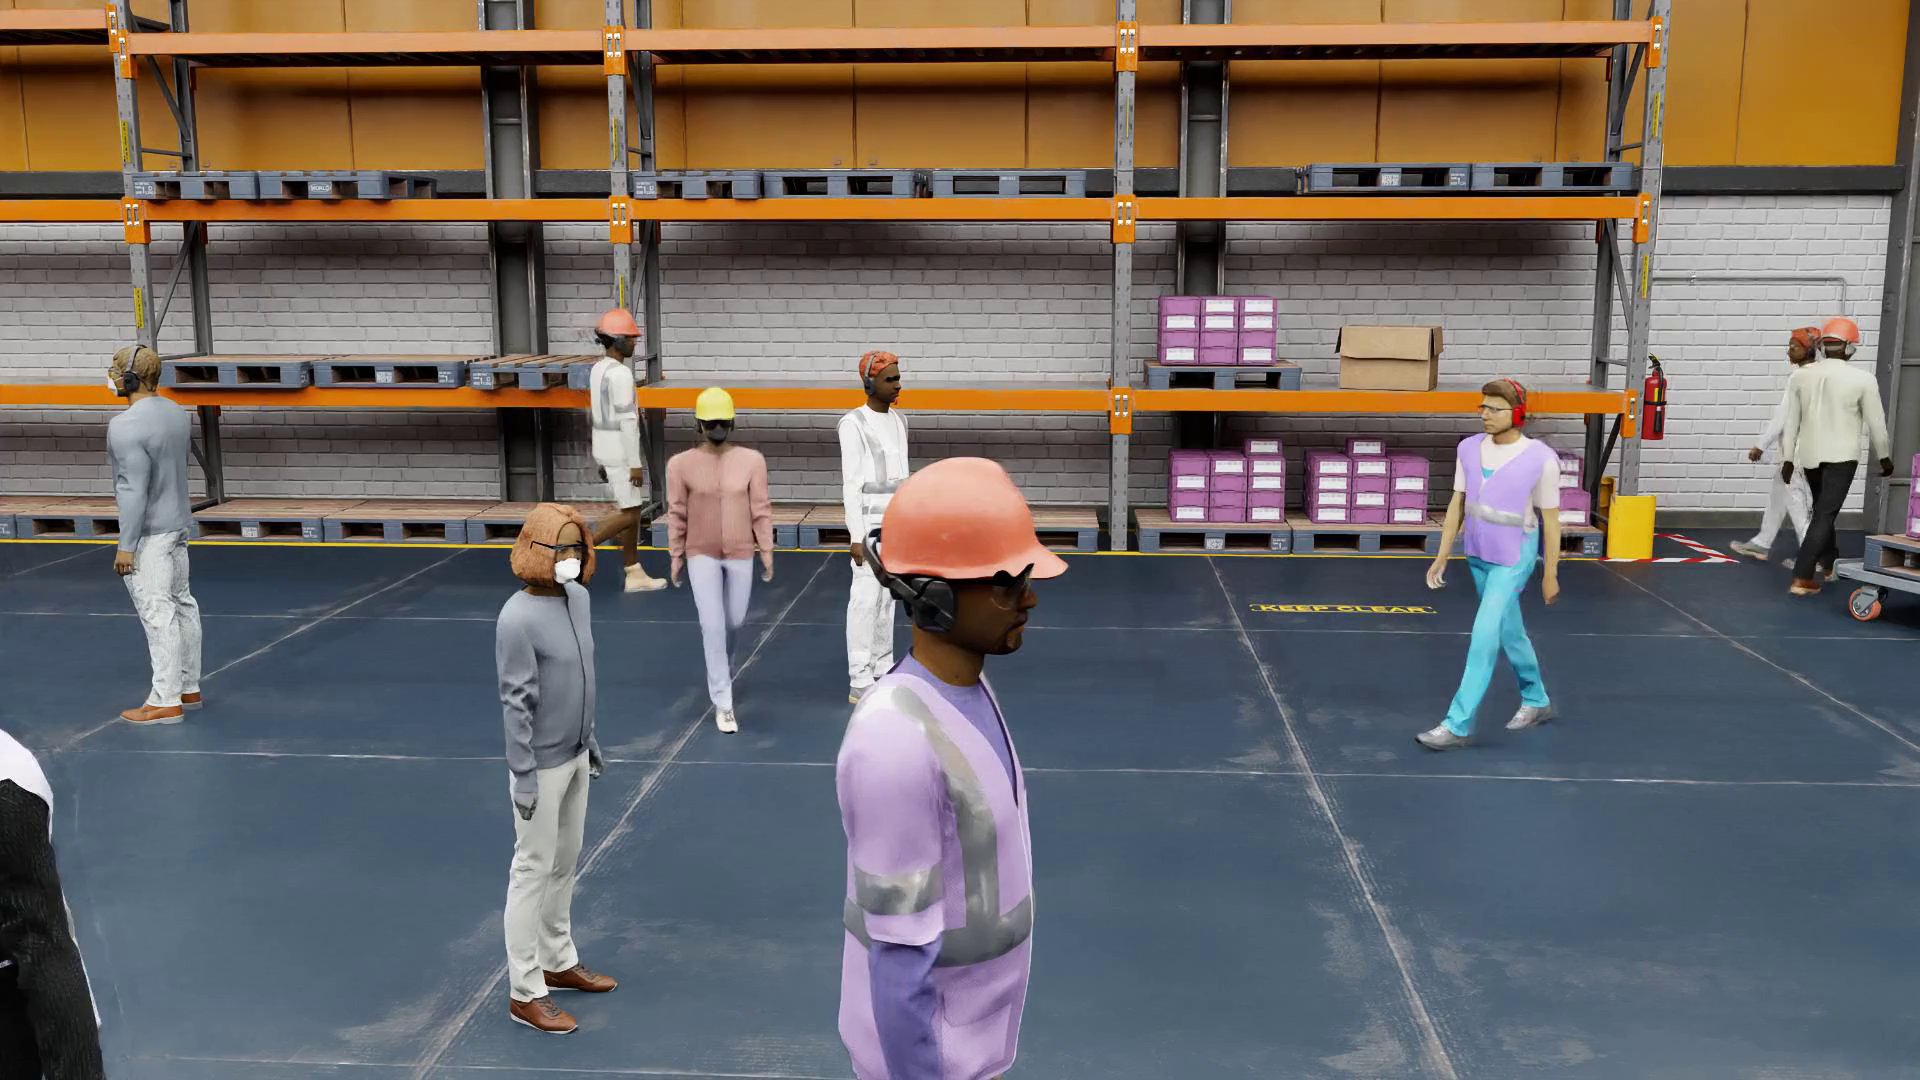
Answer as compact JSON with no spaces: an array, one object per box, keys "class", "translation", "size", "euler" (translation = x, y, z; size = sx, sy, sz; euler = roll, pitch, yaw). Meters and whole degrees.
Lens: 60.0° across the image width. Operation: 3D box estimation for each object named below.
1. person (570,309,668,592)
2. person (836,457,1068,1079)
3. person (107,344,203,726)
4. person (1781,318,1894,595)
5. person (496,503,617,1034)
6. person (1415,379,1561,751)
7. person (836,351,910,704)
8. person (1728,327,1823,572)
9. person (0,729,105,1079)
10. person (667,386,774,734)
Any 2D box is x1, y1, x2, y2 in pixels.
[{"class":"person","translation":[-2.444,-0.594,11.583],"size":[0.747,2.020,0.620],"euler":[-5,11,-25]},{"class":"person","translation":[-0.012,0.871,2.930],"size":[0.383,2.045,0.605],"euler":[2,10,9]},{"class":"person","translation":[-4.127,-0.027,8.496],"size":[0.372,1.940,0.630],"euler":[0,10,-2]},{"class":"person","translation":[6.236,-0.596,11.831],"size":[0.996,1.942,0.623],"euler":[-6,11,-30]},{"class":"person","translation":[-1.256,0.691,5.186],"size":[0.281,1.631,0.506],"euler":[2,10,13]},{"class":"person","translation":[2.637,0.110,8.136],"size":[0.990,1.801,0.566],"euler":[-5,11,-27]},{"class":"person","translation":[-0.426,-0.059,8.850],"size":[0.355,1.882,0.575],"euler":[5,11,26]},{"class":"person","translation":[6.314,-0.699,12.714],"size":[0.763,1.840,0.588],"euler":[9,13,43]},{"class":"person","translation":[-1.878,0.949,3.001],"size":[0.620,1.861,1.019],"euler":[7,12,35]},{"class":"person","translation":[-1.244,0.057,8.605],"size":[0.530,1.731,0.852],"euler":[-4,10,-20]}]
